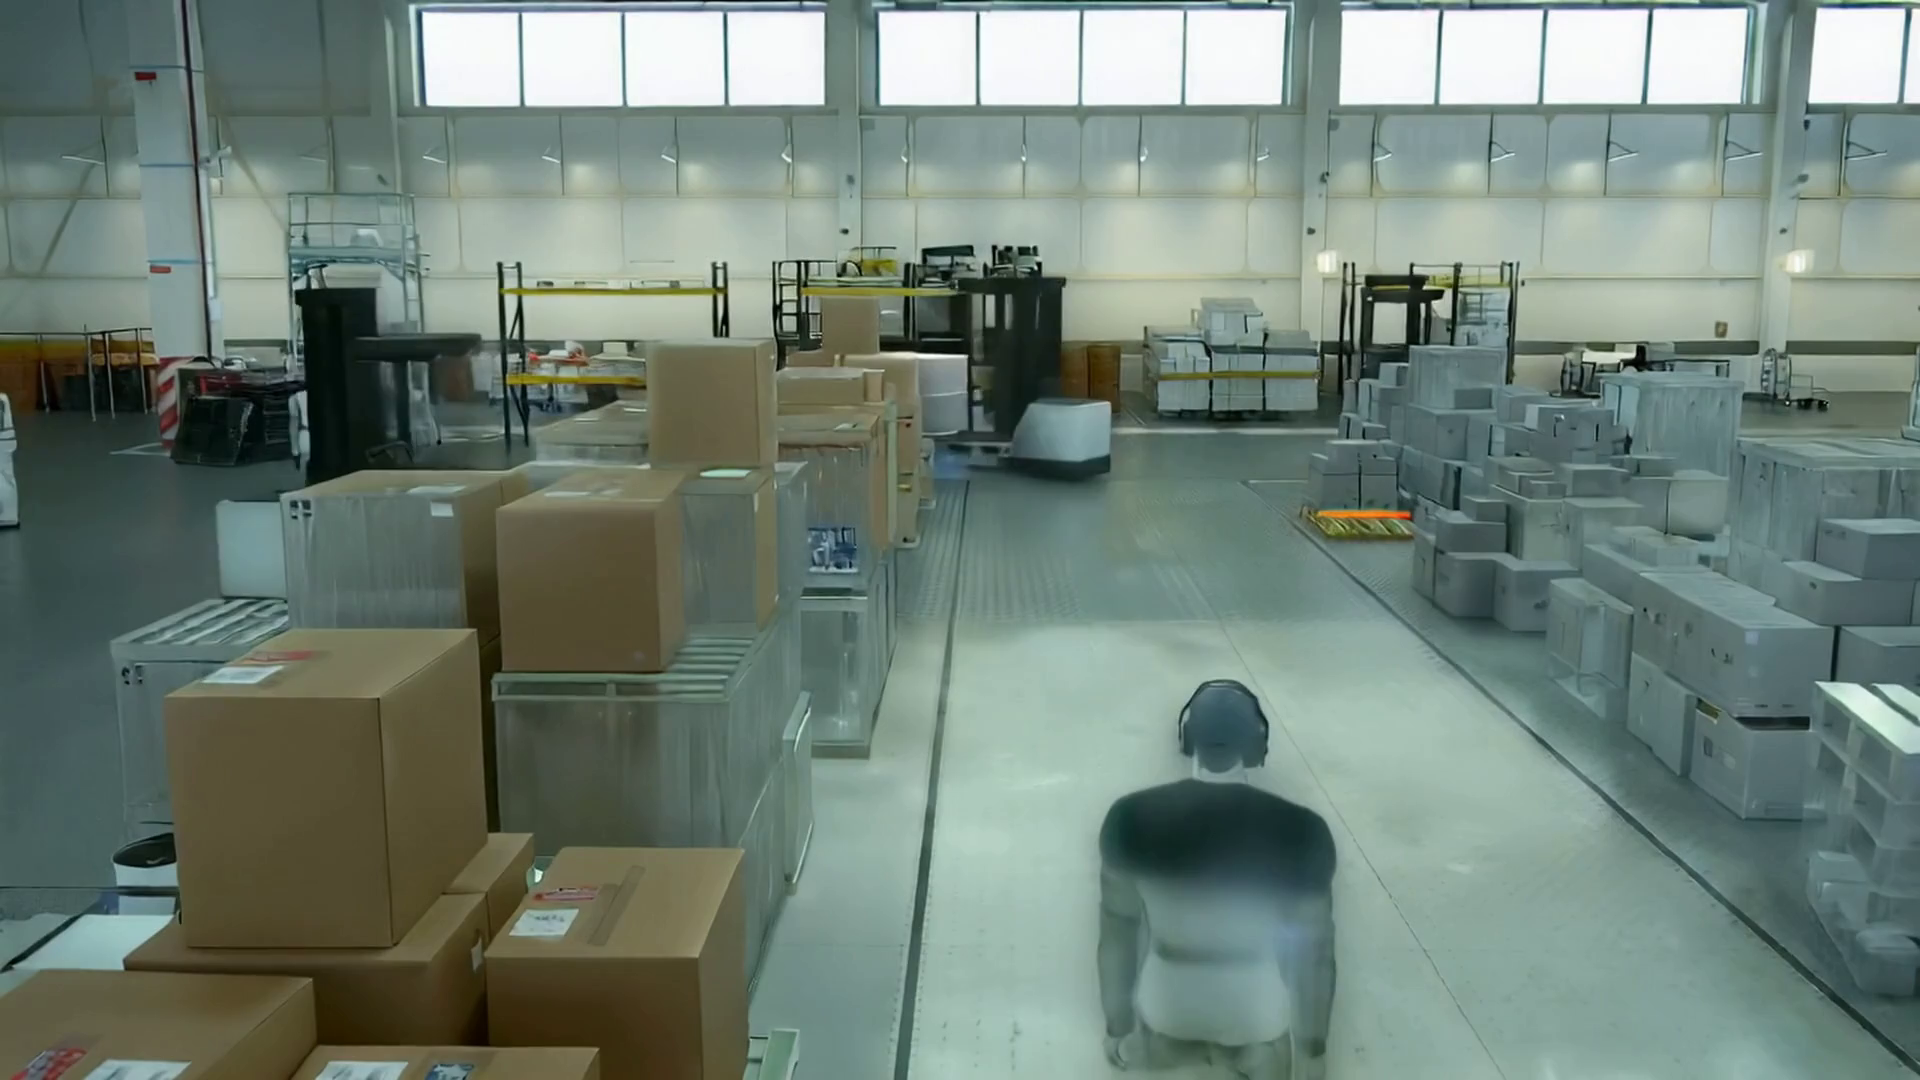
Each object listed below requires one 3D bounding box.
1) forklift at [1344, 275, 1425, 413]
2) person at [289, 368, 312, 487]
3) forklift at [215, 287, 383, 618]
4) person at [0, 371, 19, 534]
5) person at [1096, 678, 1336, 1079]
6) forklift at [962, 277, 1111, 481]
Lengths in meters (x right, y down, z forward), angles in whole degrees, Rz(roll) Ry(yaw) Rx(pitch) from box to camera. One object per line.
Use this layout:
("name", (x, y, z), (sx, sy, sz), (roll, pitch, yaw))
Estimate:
("forklift", (6.826, -2.807, 26.447), (1.129, 2.768, 1.873), (0, 9, 1))
("person", (-7.232, -1.049, 18.740), (0.551, 1.934, 0.373), (-1, 10, -5))
("forklift", (-5.142, -0.713, 13.904), (1.873, 2.768, 1.129), (0, 9, 1))
("person", (-10.807, -1.011, 18.675), (0.356, 1.883, 0.574), (-4, 10, -21))
("person", (0.688, 1.326, 4.509), (0.635, 1.937, 0.354), (2, 10, 15))
("forklift", (1.116, -2.310, 23.473), (1.873, 2.768, 1.129), (6, 11, 34))
